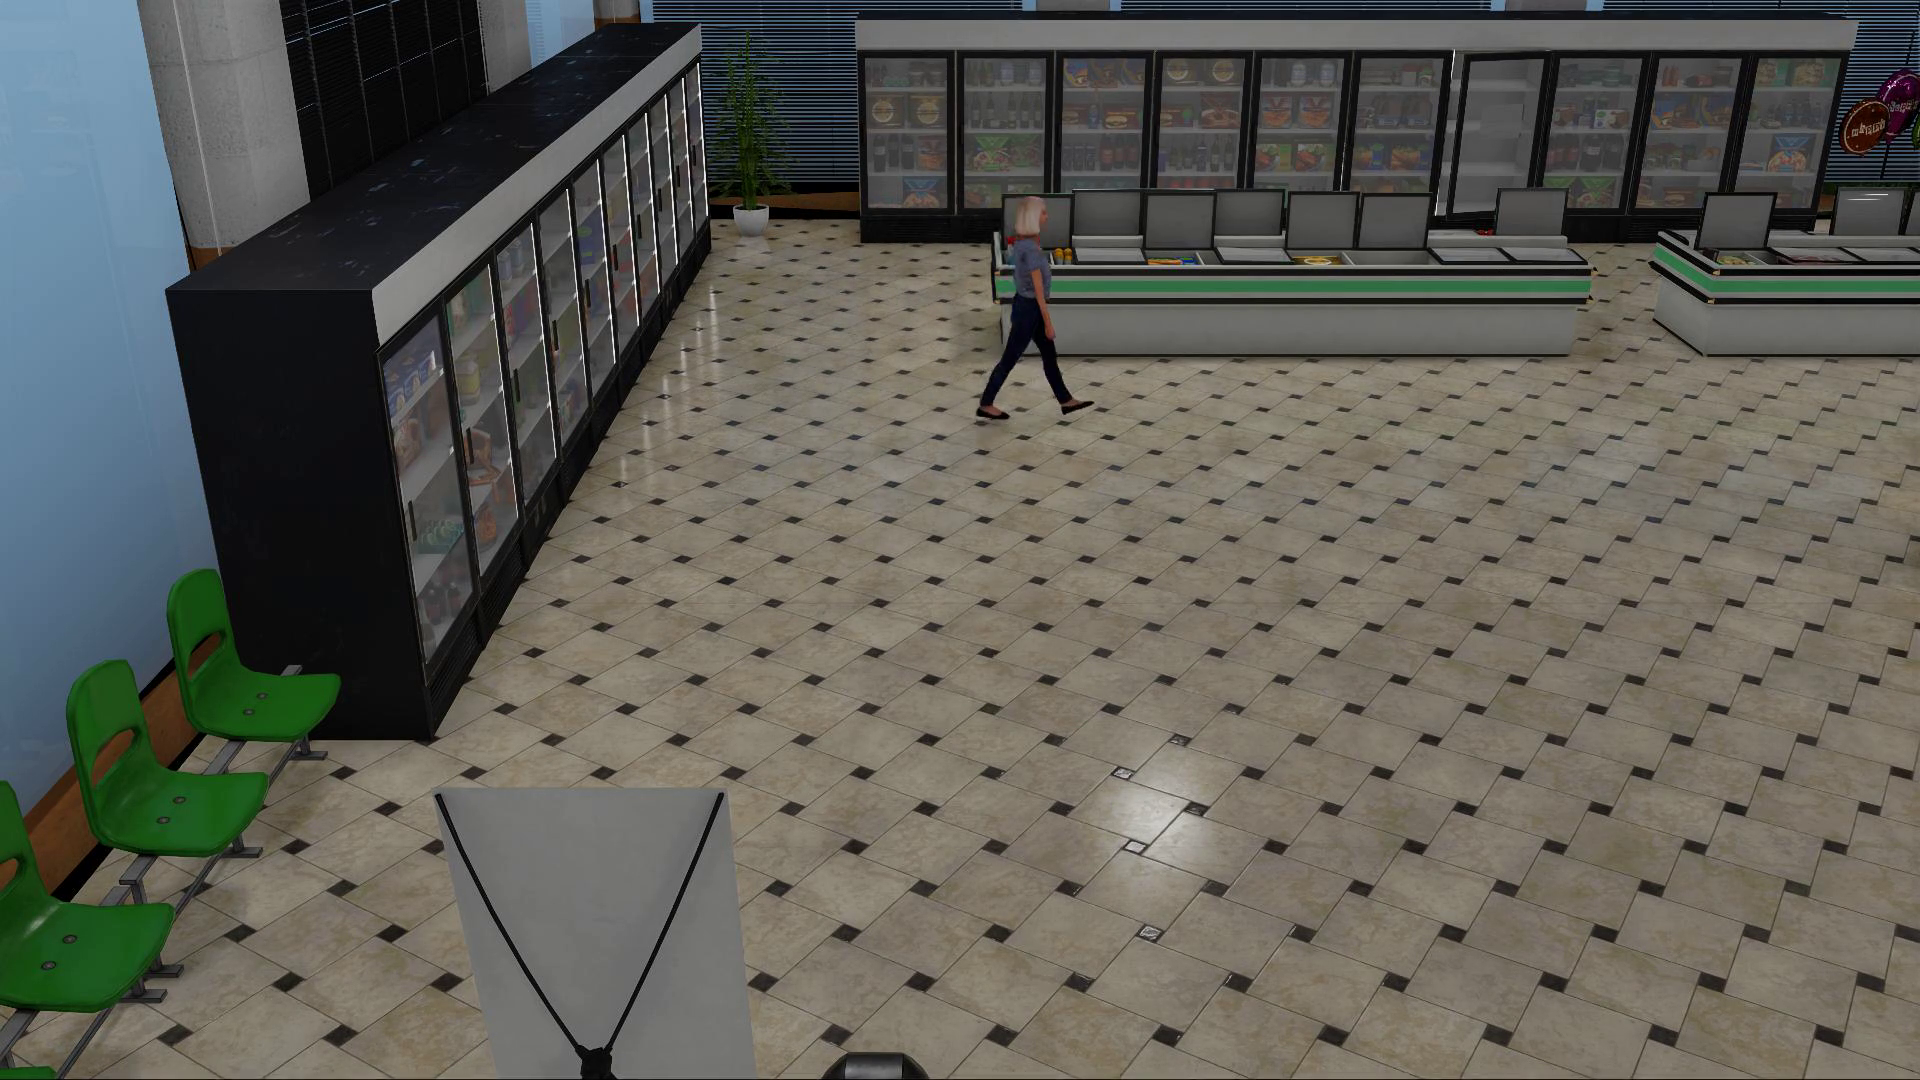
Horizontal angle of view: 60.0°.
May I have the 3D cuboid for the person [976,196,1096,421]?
[{"bbox_3d":[0.416,-1.648,12.244,1.126,1.673,0.642,-1,24,-3],"label":"person"}]
